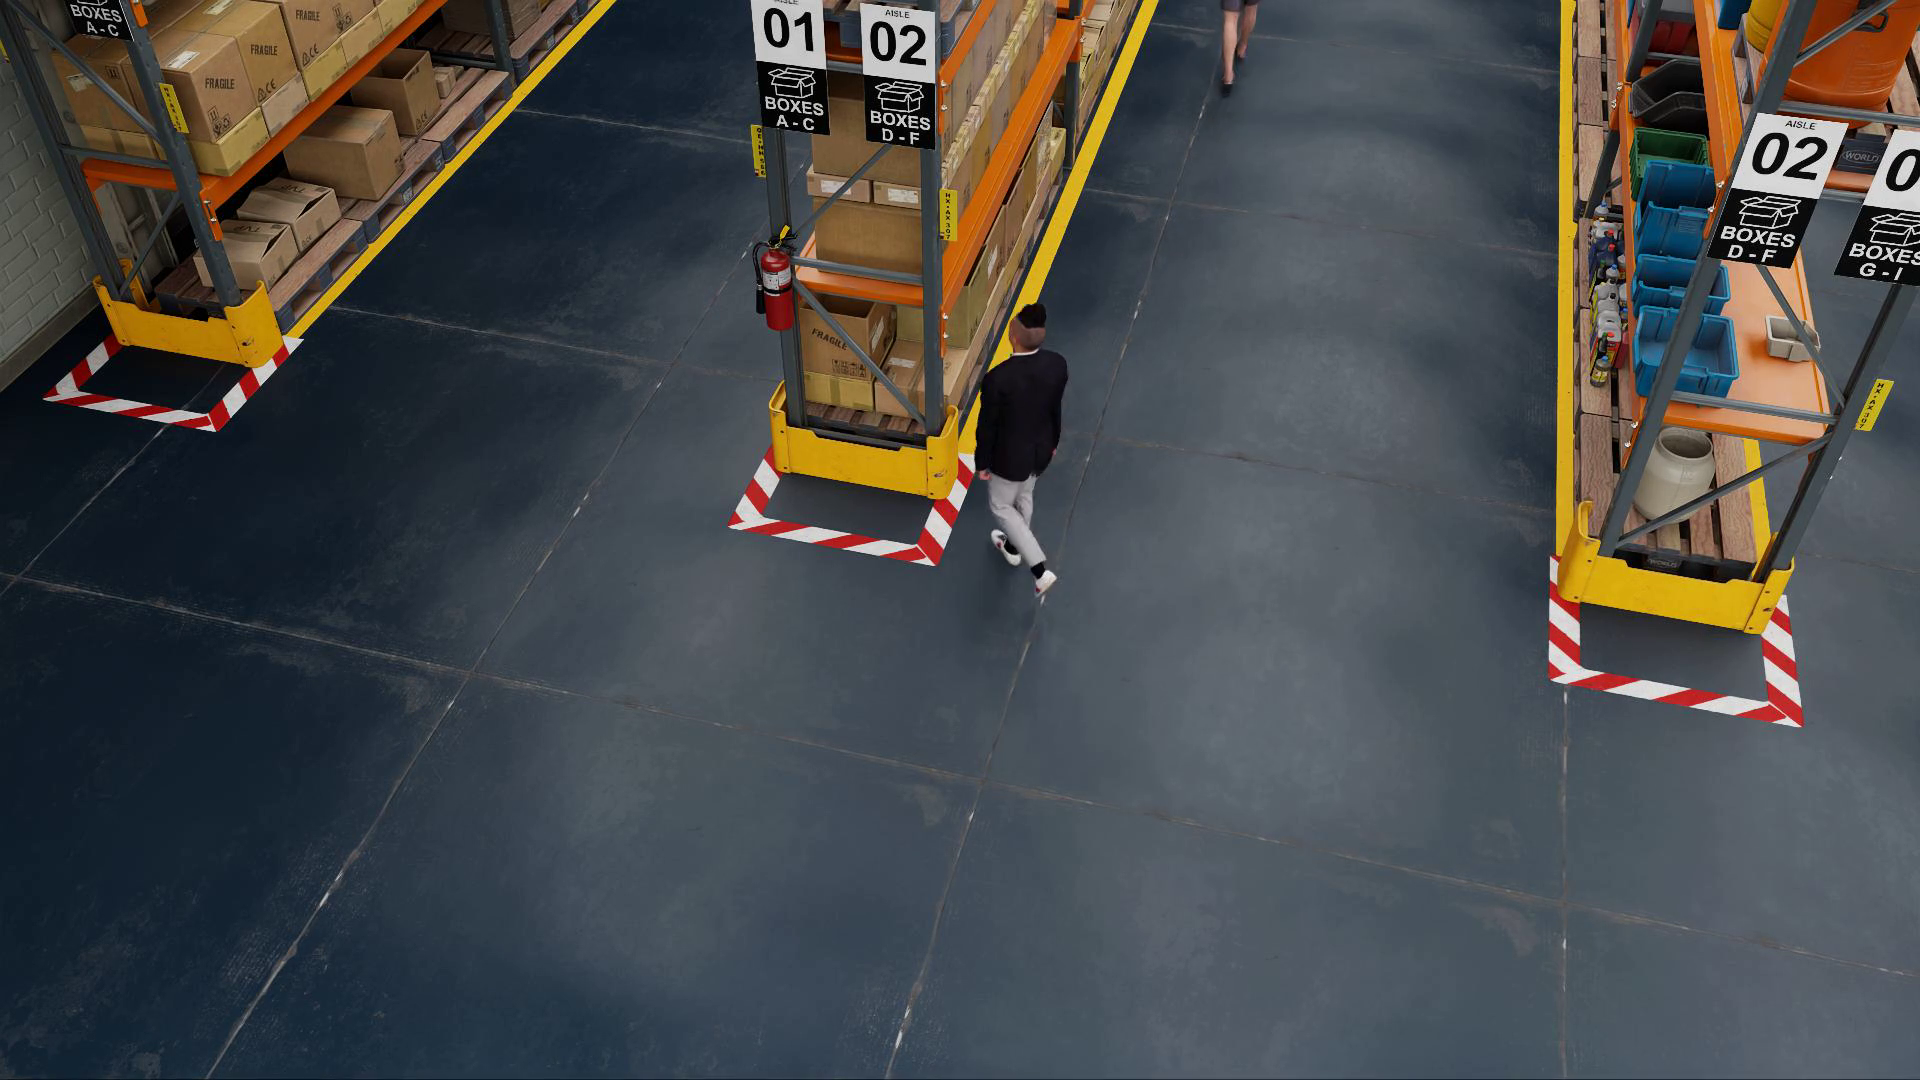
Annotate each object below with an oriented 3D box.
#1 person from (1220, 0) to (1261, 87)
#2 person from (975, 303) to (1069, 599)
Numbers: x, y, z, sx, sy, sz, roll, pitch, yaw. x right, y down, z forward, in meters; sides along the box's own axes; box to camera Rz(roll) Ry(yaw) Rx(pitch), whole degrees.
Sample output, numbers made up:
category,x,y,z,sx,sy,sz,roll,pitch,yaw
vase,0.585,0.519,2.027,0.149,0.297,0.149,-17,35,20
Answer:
category,x,y,z,sx,sy,sz,roll,pitch,yaw
person,2.384,-4.705,13.969,0.786,1.792,1.193,5,43,5
person,0.391,-0.471,9.330,1.090,1.933,1.150,-21,47,-21
